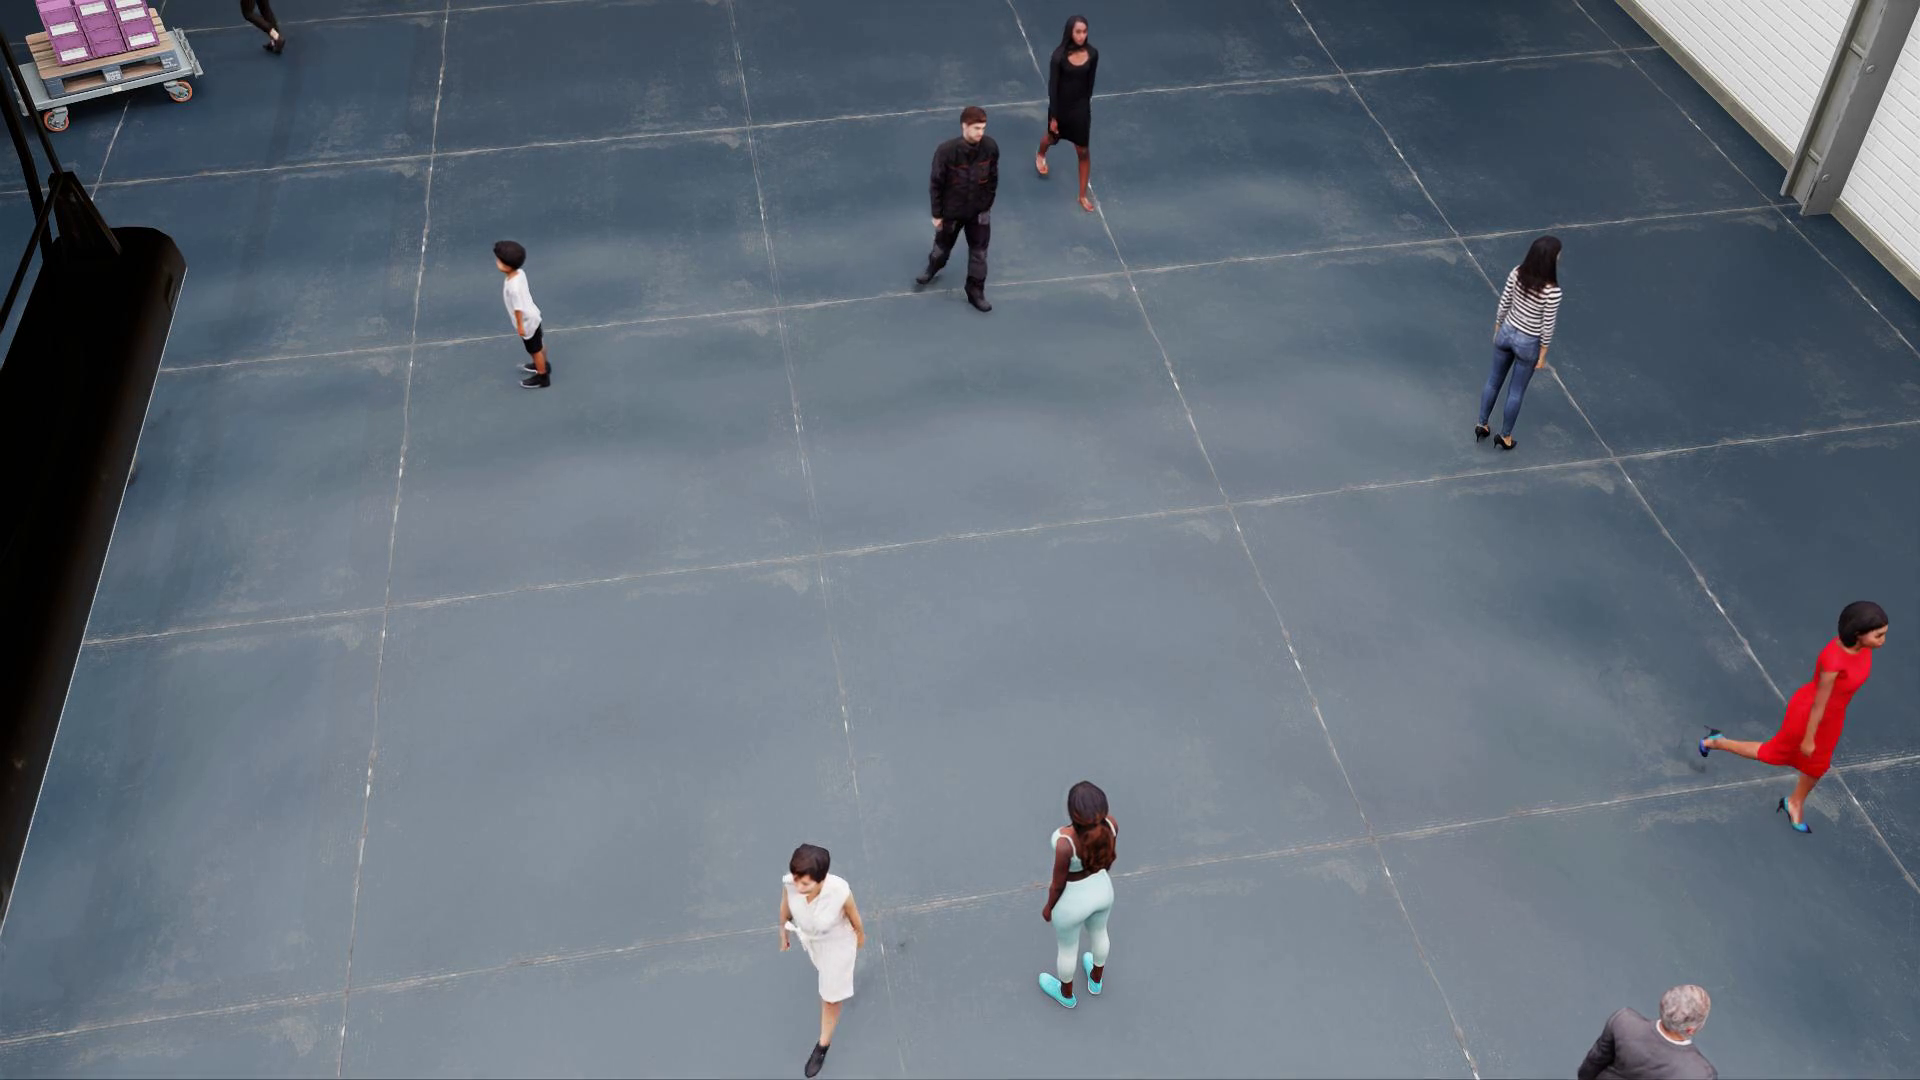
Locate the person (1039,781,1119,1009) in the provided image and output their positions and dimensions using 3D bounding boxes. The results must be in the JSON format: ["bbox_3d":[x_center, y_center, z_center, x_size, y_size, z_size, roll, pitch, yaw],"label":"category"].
[{"bbox_3d":[0.627,1.846,8.627,0.640,1.725,0.643,-23,48,-22],"label":"person"}]

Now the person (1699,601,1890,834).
[{"bbox_3d":[4.819,0.973,9.551,0.850,1.716,1.097,-26,49,-25],"label":"person"}]

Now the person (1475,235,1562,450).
[{"bbox_3d":[4.025,-1.408,11.992,0.709,1.795,0.590,-29,51,-27],"label":"person"}]

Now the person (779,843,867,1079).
[{"bbox_3d":[-0.668,1.988,8.632,0.902,1.513,1.058,16,46,16],"label":"person"}]

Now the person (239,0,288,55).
[{"bbox_3d":[-6.967,-5.513,16.540,0.802,1.465,0.730,16,46,16],"label":"person"}]

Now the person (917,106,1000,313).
[{"bbox_3d":[0.002,-2.698,13.334,0.813,1.812,0.976,-8,44,-8],"label":"person"}]

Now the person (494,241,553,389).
[{"bbox_3d":[-3.317,-1.732,12.724,0.562,1.255,0.436,-2,44,-3],"label":"person"}]

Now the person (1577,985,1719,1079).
[{"bbox_3d":[3.132,2.631,7.722,0.764,1.838,0.869,34,53,31],"label":"person"}]

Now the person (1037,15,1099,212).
[{"bbox_3d":[0.914,-3.793,14.578,0.767,1.680,1.226,-13,45,-14],"label":"person"}]
